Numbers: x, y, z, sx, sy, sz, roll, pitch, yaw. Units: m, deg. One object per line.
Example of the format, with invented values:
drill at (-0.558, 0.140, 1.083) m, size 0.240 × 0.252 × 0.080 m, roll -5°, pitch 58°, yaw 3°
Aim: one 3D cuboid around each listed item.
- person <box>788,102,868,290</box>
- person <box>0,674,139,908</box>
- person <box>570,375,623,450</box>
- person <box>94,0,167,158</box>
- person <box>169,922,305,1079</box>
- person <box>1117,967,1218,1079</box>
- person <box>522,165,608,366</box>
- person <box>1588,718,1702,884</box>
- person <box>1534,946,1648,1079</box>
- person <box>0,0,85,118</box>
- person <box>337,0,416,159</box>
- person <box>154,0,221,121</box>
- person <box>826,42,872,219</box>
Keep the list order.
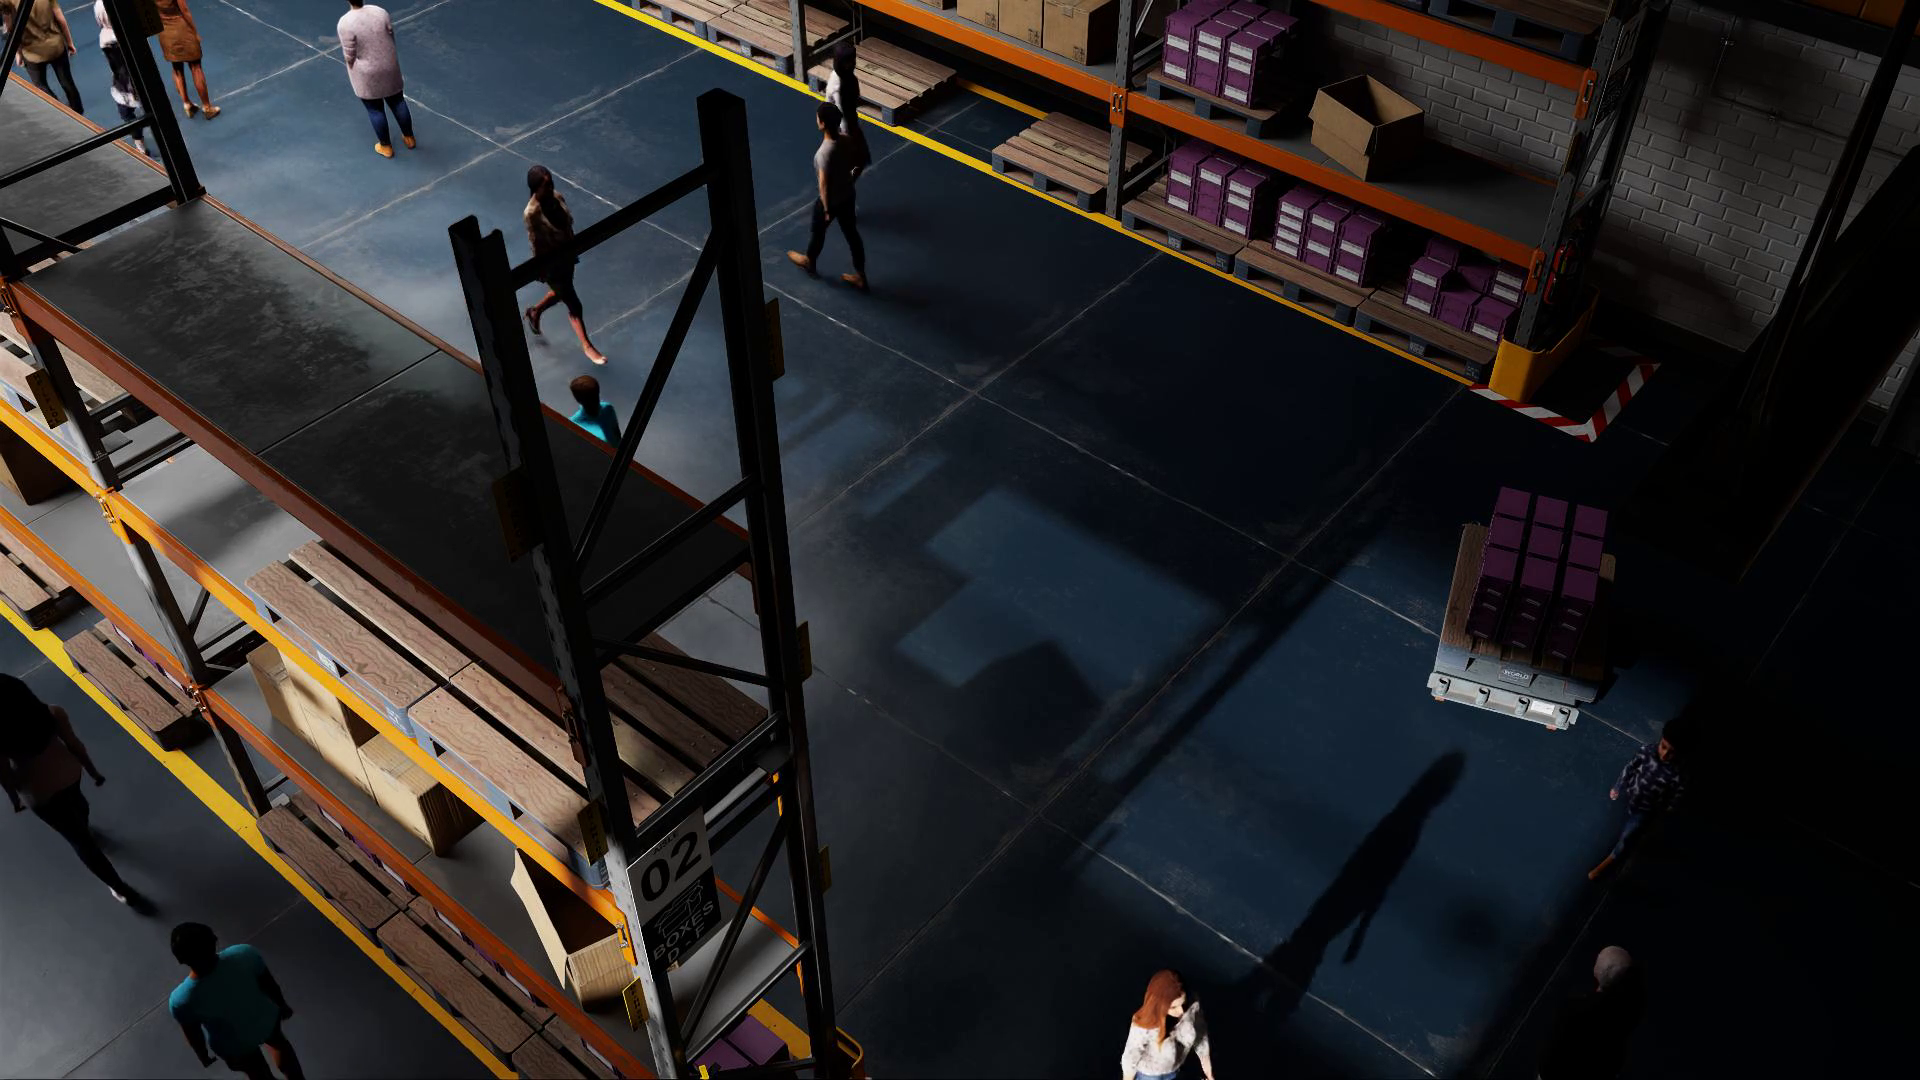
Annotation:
person at (-0.979, -2.857, 14.043) m, size 1.044 × 1.683 × 0.659 m, roll 26°, pitch 49°, yaw 25°
person at (-5.132, 1.463, 9.505) m, size 1.140 × 1.688 × 0.622 m, roll 32°, pitch 52°, yaw 29°
person at (-2.594, -0.599, 11.856) m, size 0.596 × 1.431 × 0.905 m, roll -32°, pitch 52°, yaw -29°
person at (-7.633, -4.287, 15.598) m, size 0.898 × 1.610 × 0.797 m, roll 10°, pitch 44°, yaw 10°
person at (-3.533, 2.507, 8.351) m, size 0.596 × 1.769 × 0.622 m, roll 32°, pitch 52°, yaw 29°
person at (0.945, 2.584, 8.329) m, size 0.775 × 1.687 × 1.163 m, roll -27°, pitch 50°, yaw -25°
person at (-3.285, -2.213, 13.309) m, size 1.108 × 1.764 × 0.725 m, roll 20°, pitch 47°, yaw 20°
person at (4.087, 1.478, 9.824) m, size 0.718 × 1.227 × 0.839 m, roll -23°, pitch 48°, yaw -22°
person at (3.089, 2.669, 8.221) m, size 0.966 × 1.772 × 0.958 m, roll -11°, pitch 45°, yaw -11°
person at (-8.695, -4.644, 15.803) m, size 0.831 × 1.843 × 0.993 m, roll -27°, pitch 50°, yaw -25°
person at (-5.530, -4.466, 15.689) m, size 0.723 × 1.742 × 0.669 m, roll -31°, pitch 52°, yaw -28°
person at (-7.630, -4.922, 16.211) m, size 0.595 × 1.683 × 0.699 m, roll 7°, pitch 44°, yaw 8°
person at (-1.103, -3.609, 14.793) m, size 0.733 × 1.739 × 0.707 m, roll 7°, pitch 44°, yaw 8°
